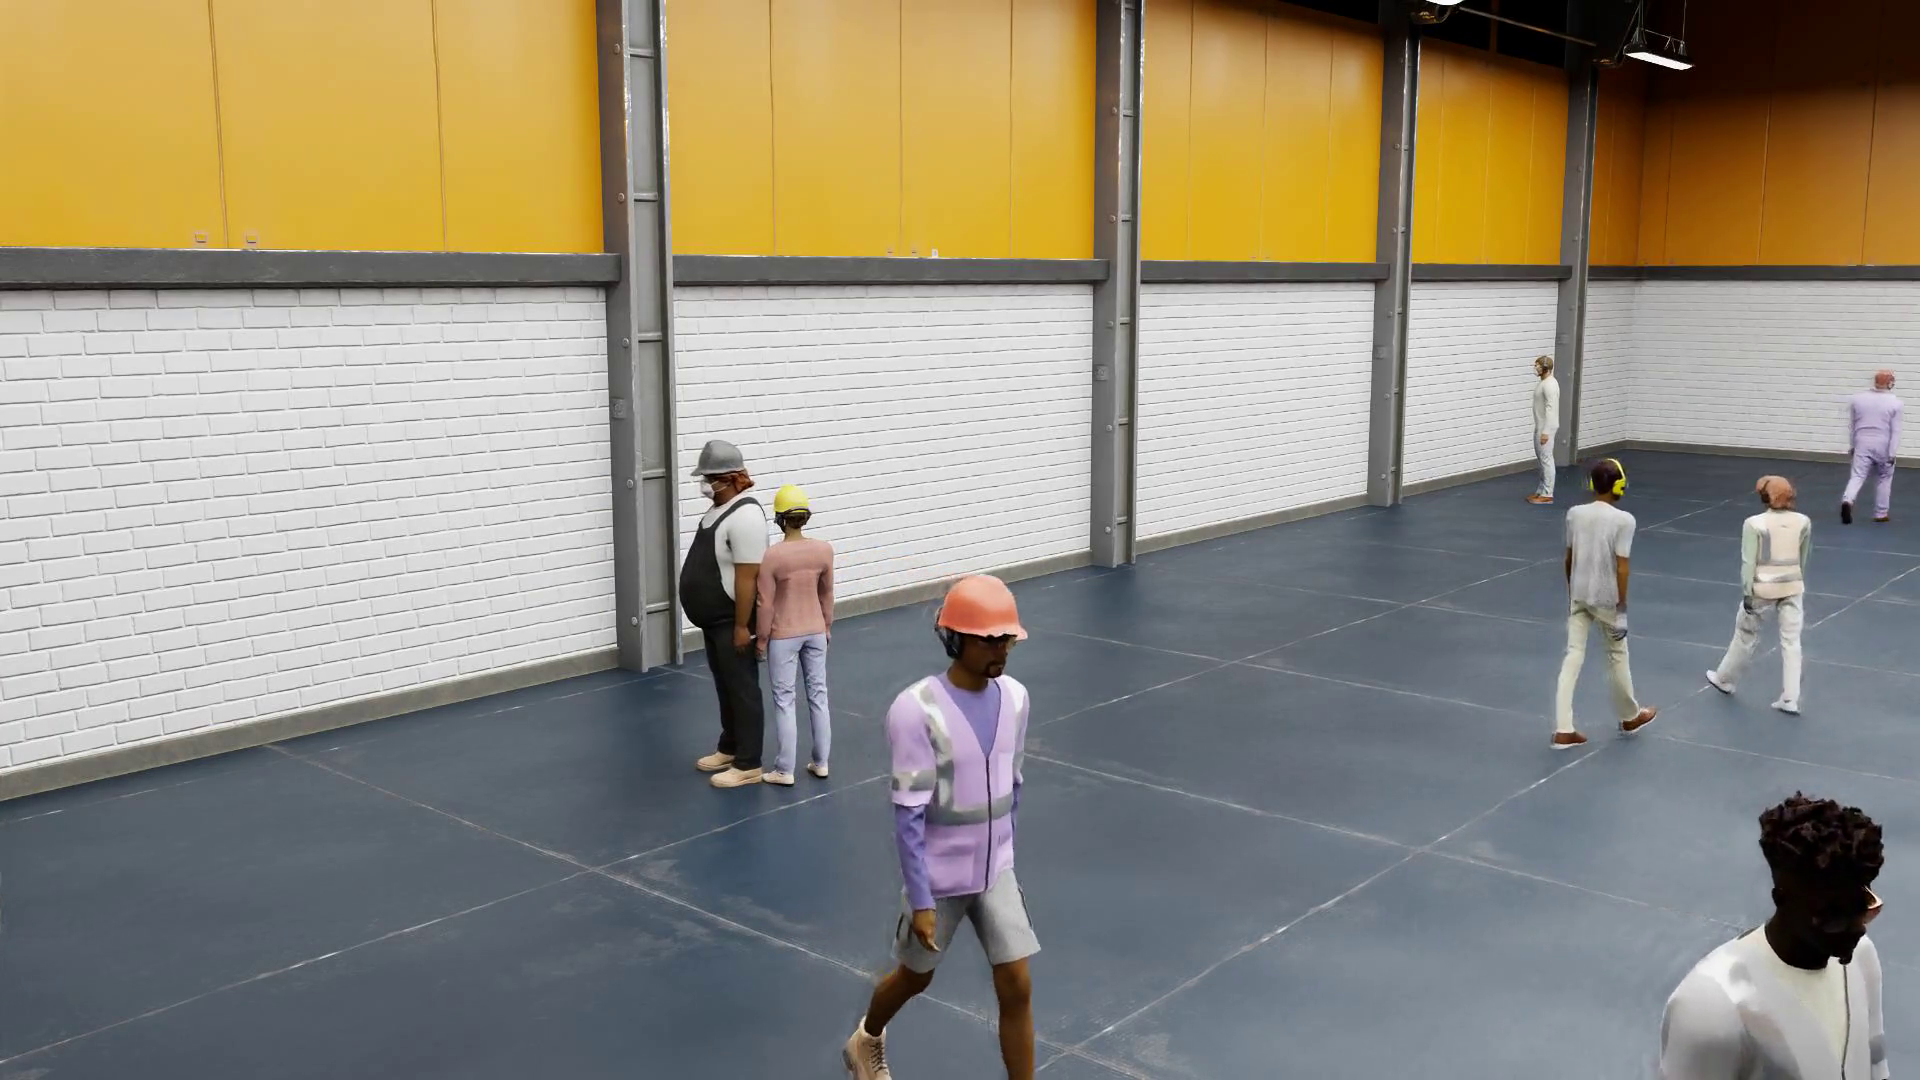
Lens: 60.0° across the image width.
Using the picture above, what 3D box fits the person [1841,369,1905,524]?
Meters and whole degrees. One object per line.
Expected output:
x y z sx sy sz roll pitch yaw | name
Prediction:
10.910 -1.113 19.889 0.871 1.871 0.633 -8 12 -42 | person

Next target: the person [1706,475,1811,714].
5.577 0.354 11.502 0.528 1.600 0.828 -1 9 -5 | person

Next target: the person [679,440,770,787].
-1.376 0.412 9.771 0.535 2.000 0.687 -4 10 -21 | person

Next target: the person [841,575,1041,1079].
-0.037 1.087 5.689 0.621 2.004 1.029 -7 12 -38 | person

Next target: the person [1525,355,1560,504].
7.619 -1.436 21.692 0.362 1.938 0.631 2 9 14 | person

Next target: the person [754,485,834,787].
-0.970 0.557 9.720 0.525 1.769 0.308 -7 11 -36 | person

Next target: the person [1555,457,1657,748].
4.114 0.387 10.586 0.932 1.825 0.557 -6 11 -35 | person

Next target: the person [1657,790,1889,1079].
1.803 1.465 3.581 0.600 1.894 1.014 -7 12 -38 | person
